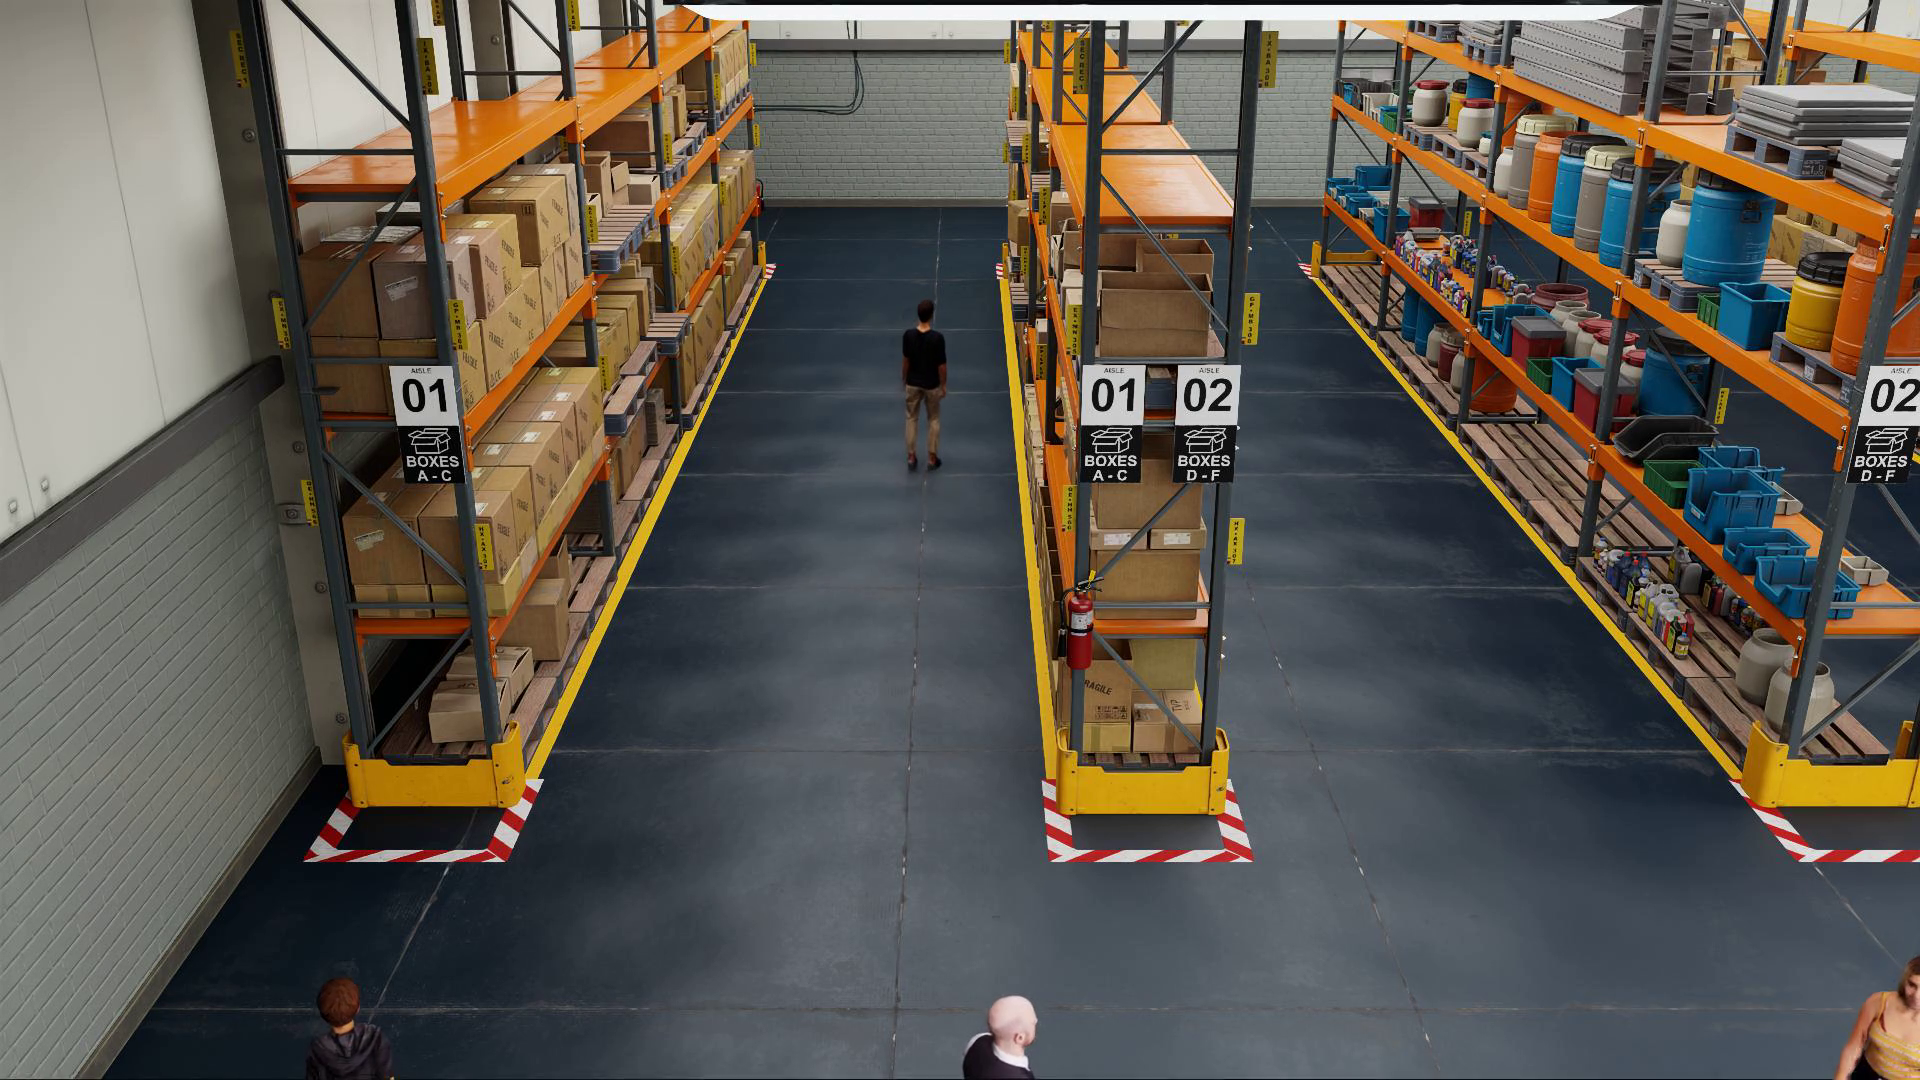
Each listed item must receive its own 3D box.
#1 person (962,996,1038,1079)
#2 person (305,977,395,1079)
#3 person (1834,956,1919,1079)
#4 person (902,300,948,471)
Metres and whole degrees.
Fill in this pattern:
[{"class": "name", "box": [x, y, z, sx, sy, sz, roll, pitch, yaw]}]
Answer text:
[{"class": "person", "box": [0.179, 2.726, 7.120, 0.842, 1.822, 0.720, -12, 25, -26]}, {"class": "person", "box": [-2.799, 2.698, 7.711, 0.732, 1.428, 0.944, -8, 24, -19]}, {"class": "person", "box": [4.329, 2.588, 7.756, 1.095, 1.598, 1.091, -18, 28, -37]}, {"class": "person", "box": [-0.422, -1.641, 17.764, 0.703, 1.848, 0.656, 4, 23, 10]}]
